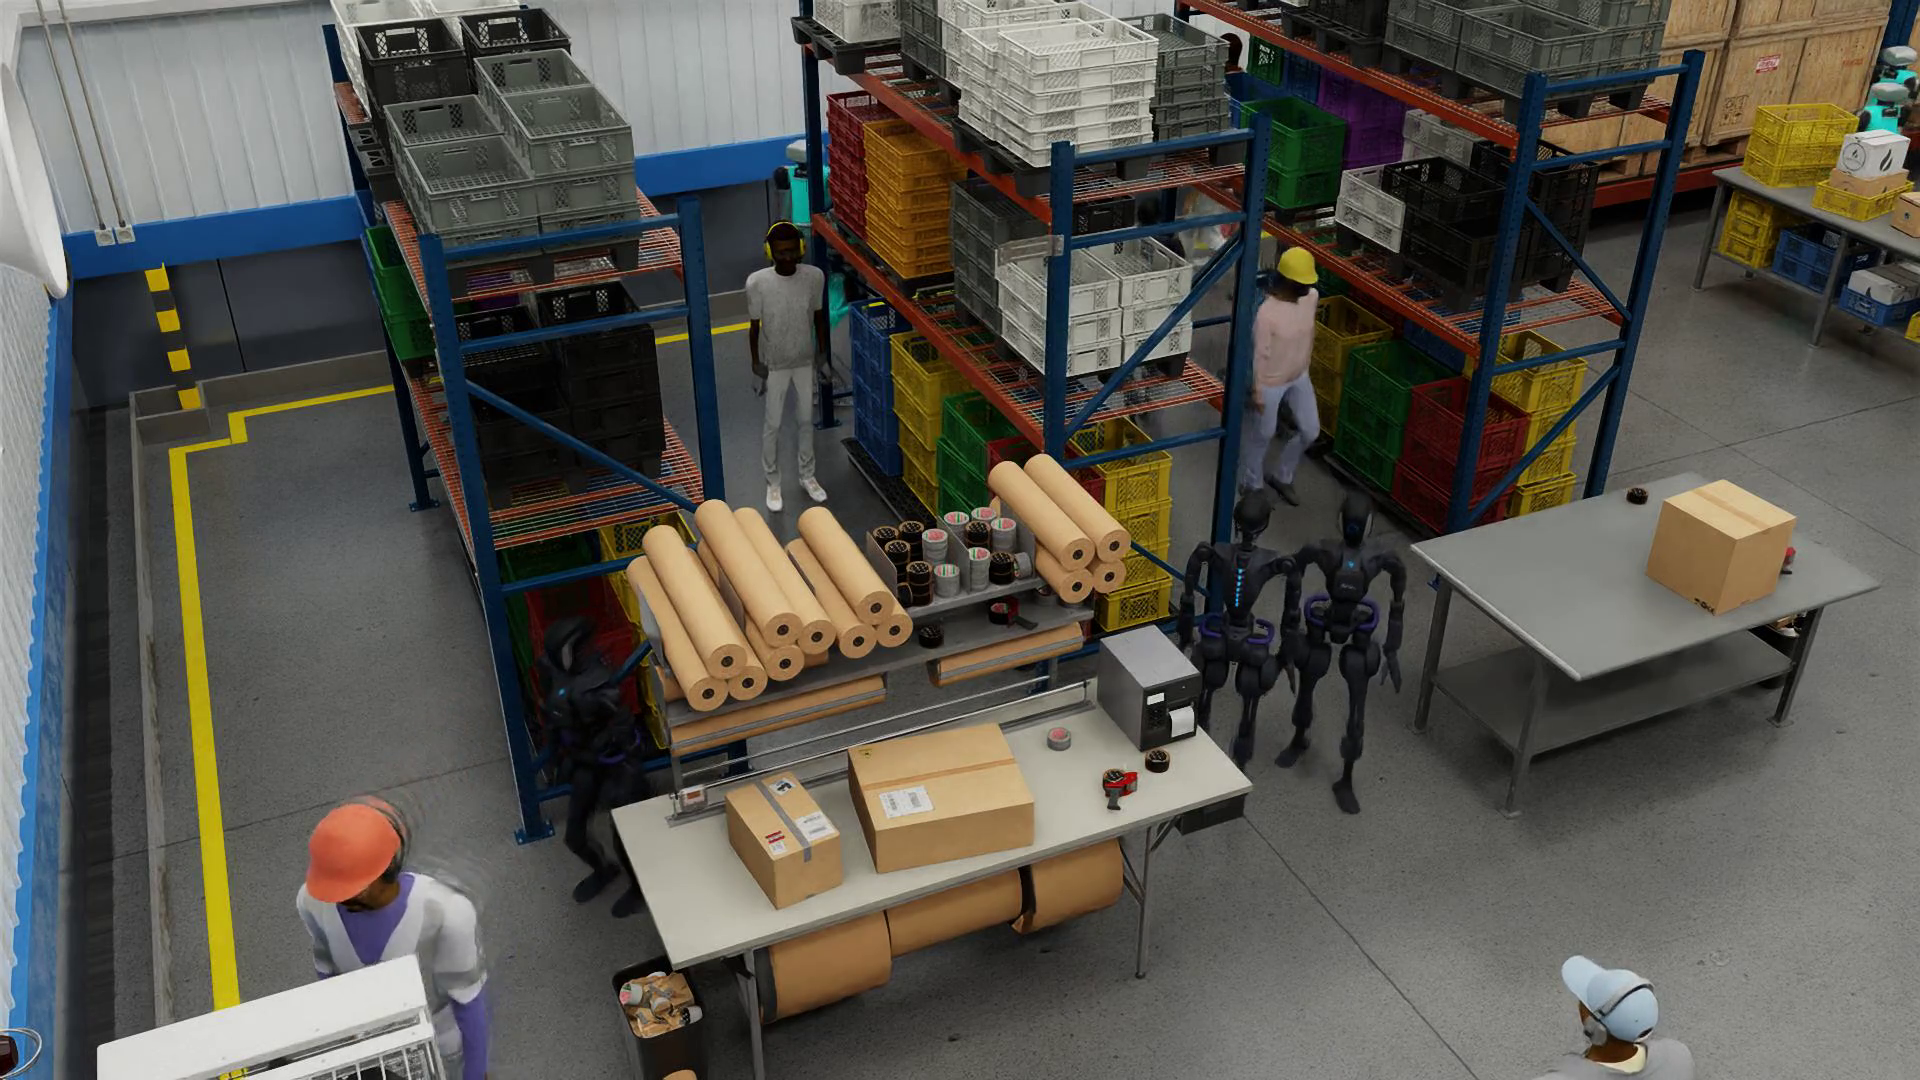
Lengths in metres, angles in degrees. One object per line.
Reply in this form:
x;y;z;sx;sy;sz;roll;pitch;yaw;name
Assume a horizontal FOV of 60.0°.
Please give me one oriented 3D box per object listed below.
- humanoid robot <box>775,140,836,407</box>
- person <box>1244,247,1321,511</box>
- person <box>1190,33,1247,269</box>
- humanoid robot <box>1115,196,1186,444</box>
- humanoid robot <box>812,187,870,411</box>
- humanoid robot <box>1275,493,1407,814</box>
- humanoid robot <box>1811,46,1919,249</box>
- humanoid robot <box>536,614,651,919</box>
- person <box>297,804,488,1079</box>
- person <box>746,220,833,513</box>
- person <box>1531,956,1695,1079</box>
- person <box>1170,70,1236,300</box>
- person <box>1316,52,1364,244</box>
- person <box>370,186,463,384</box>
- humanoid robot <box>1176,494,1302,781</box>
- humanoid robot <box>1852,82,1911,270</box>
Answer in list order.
-1.113;-1.790;11.489;0.599;1.789;0.825;15;35;22;humanoid robot
1.984;-0.951;10.096;0.546;1.749;0.492;-20;37;-29;person
2.161;-3.132;13.487;0.399;1.916;0.589;21;38;31;person
1.178;-1.509;11.098;0.597;1.636;0.702;-2;32;-3;humanoid robot
-0.916;-1.707;11.360;0.732;1.805;0.531;-15;35;-23;humanoid robot
1.795;0.495;7.839;0.599;1.644;0.587;6;32;9;humanoid robot
7.281;-3.087;13.677;0.758;1.882;0.556;-3;32;-6;humanoid robot
-1.520;0.967;7.065;0.593;1.645;0.404;19;36;28;humanoid robot
-1.851;1.698;5.548;0.604;2.027;0.536;3;32;5;person
-1.031;-1.065;10.172;0.517;1.873;0.334;-12;33;-18;person
1.893;2.015;5.187;0.590;1.852;0.372;-11;33;-18;person
1.979;-2.748;12.962;0.874;1.811;0.585;9;33;14;person
3.118;-3.228;13.712;0.636;1.841;0.429;-18;36;-27;person
-3.779;-1.953;11.638;0.508;1.846;0.343;1;32;2;person
1.289;0.505;7.798;0.604;1.651;0.358;8;33;13;humanoid robot
7.138;-2.525;12.734;0.537;1.769;1.027;-13;34;-20;humanoid robot
